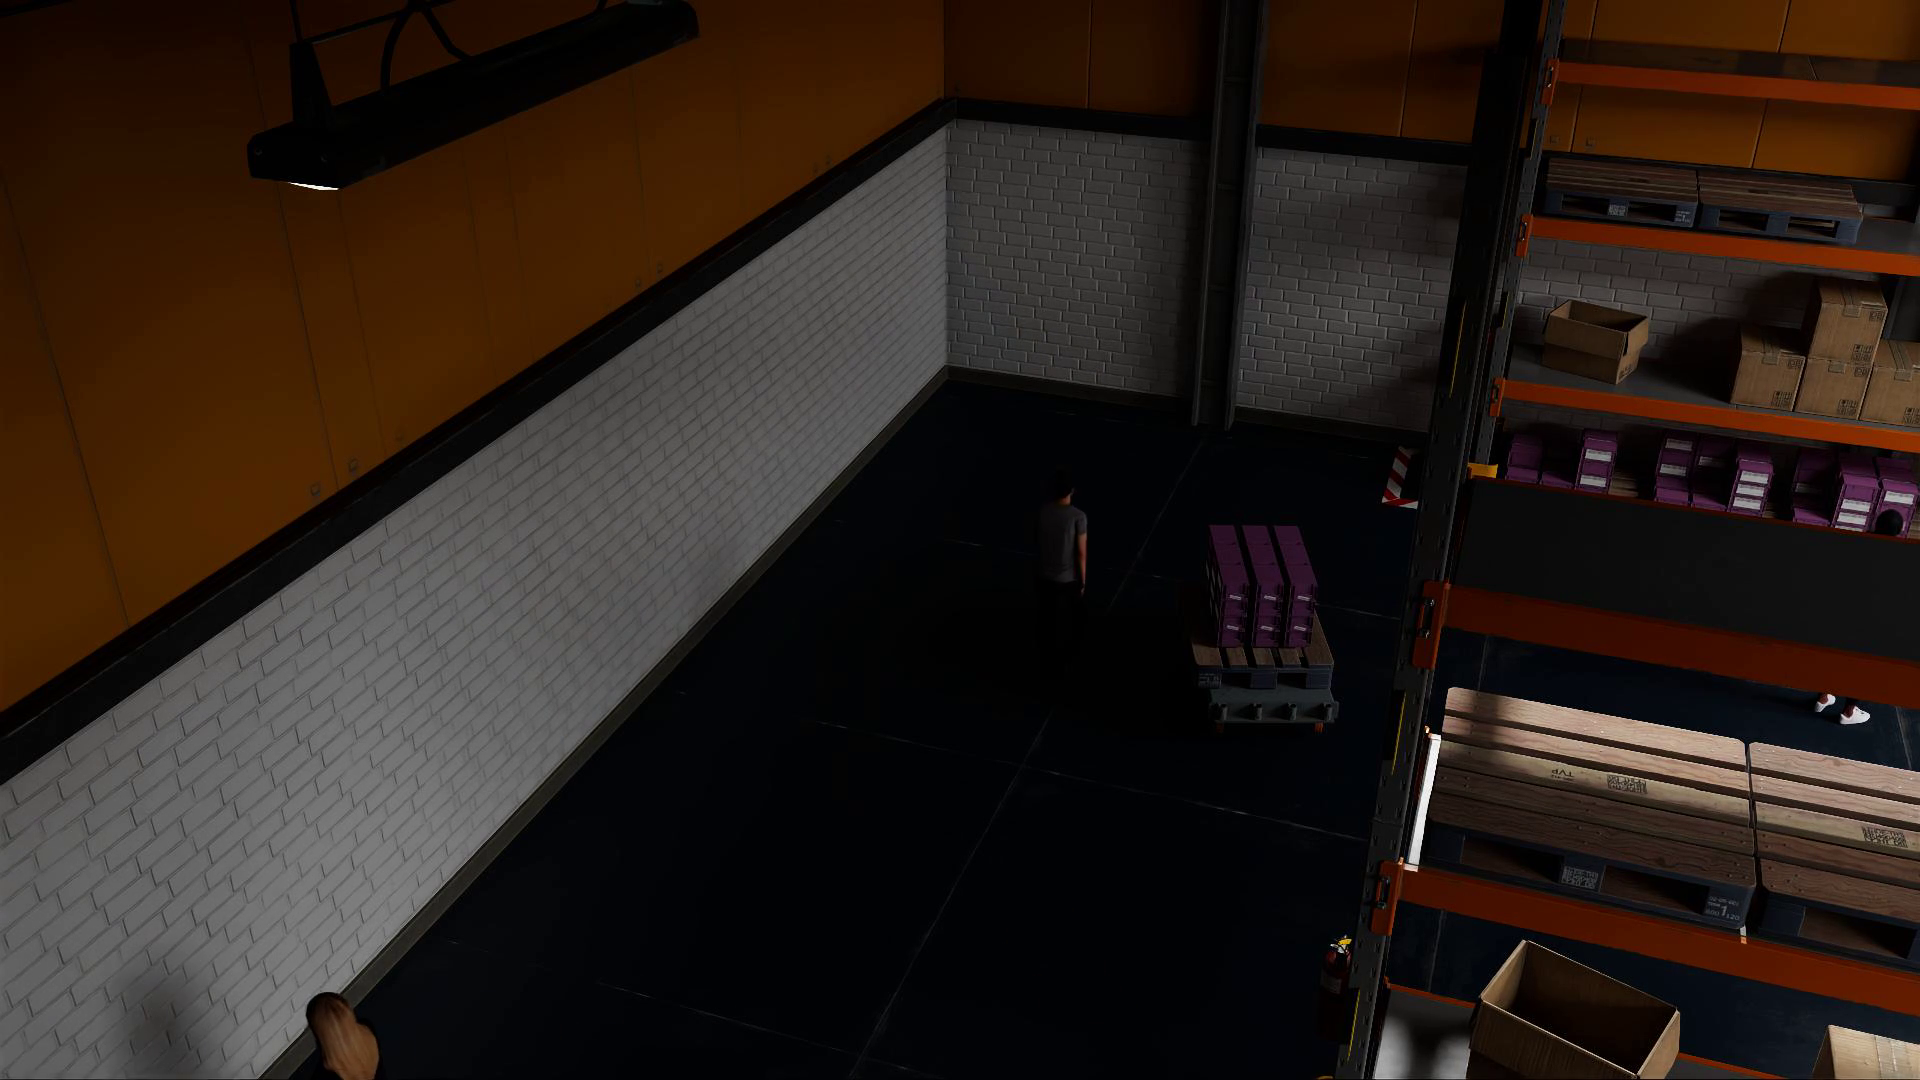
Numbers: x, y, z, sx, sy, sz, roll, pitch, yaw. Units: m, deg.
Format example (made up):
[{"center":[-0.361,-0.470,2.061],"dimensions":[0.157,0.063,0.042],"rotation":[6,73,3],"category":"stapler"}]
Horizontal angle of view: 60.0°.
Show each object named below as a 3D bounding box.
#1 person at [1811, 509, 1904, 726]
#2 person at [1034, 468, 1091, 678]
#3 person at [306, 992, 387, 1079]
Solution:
[{"center":[6.584,0.551,12.128],"dimensions":[0.772,1.708,0.700],"rotation":[-16,32,-26],"category":"person"},{"center":[0.705,0.297,12.557],"dimensions":[0.553,1.744,0.705],"rotation":[12,31,21],"category":"person"},{"center":[-2.777,2.830,7.810],"dimensions":[0.596,1.842,0.659],"rotation":[5,29,9],"category":"person"}]
